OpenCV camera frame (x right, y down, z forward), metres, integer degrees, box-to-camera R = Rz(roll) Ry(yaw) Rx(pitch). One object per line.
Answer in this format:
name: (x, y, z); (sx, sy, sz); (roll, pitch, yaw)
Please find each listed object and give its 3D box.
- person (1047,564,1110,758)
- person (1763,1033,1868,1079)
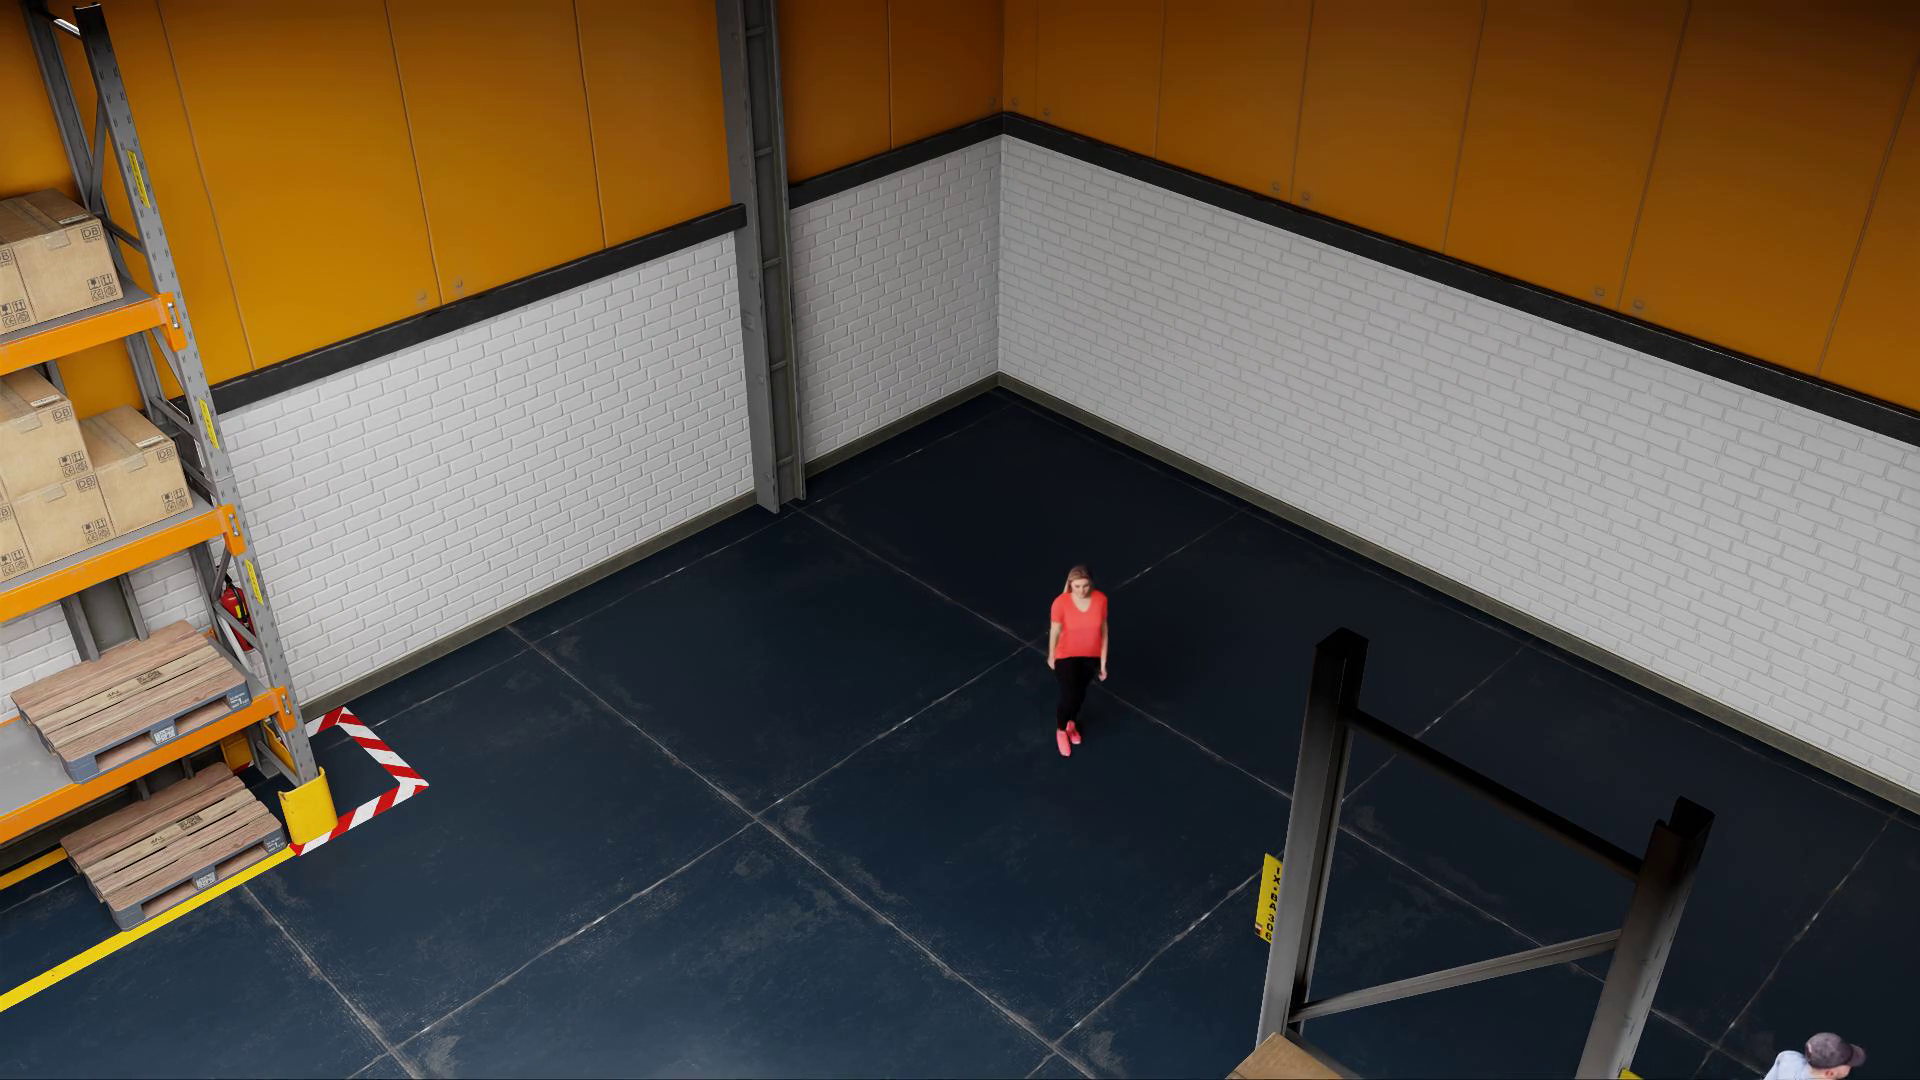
person: (0.870, 0.842, 12.705); (0.726, 1.677, 0.782); (-10, 35, -14)
person: (4.290, 3.306, 8.855); (1.208, 1.836, 1.187); (2, 34, 3)
